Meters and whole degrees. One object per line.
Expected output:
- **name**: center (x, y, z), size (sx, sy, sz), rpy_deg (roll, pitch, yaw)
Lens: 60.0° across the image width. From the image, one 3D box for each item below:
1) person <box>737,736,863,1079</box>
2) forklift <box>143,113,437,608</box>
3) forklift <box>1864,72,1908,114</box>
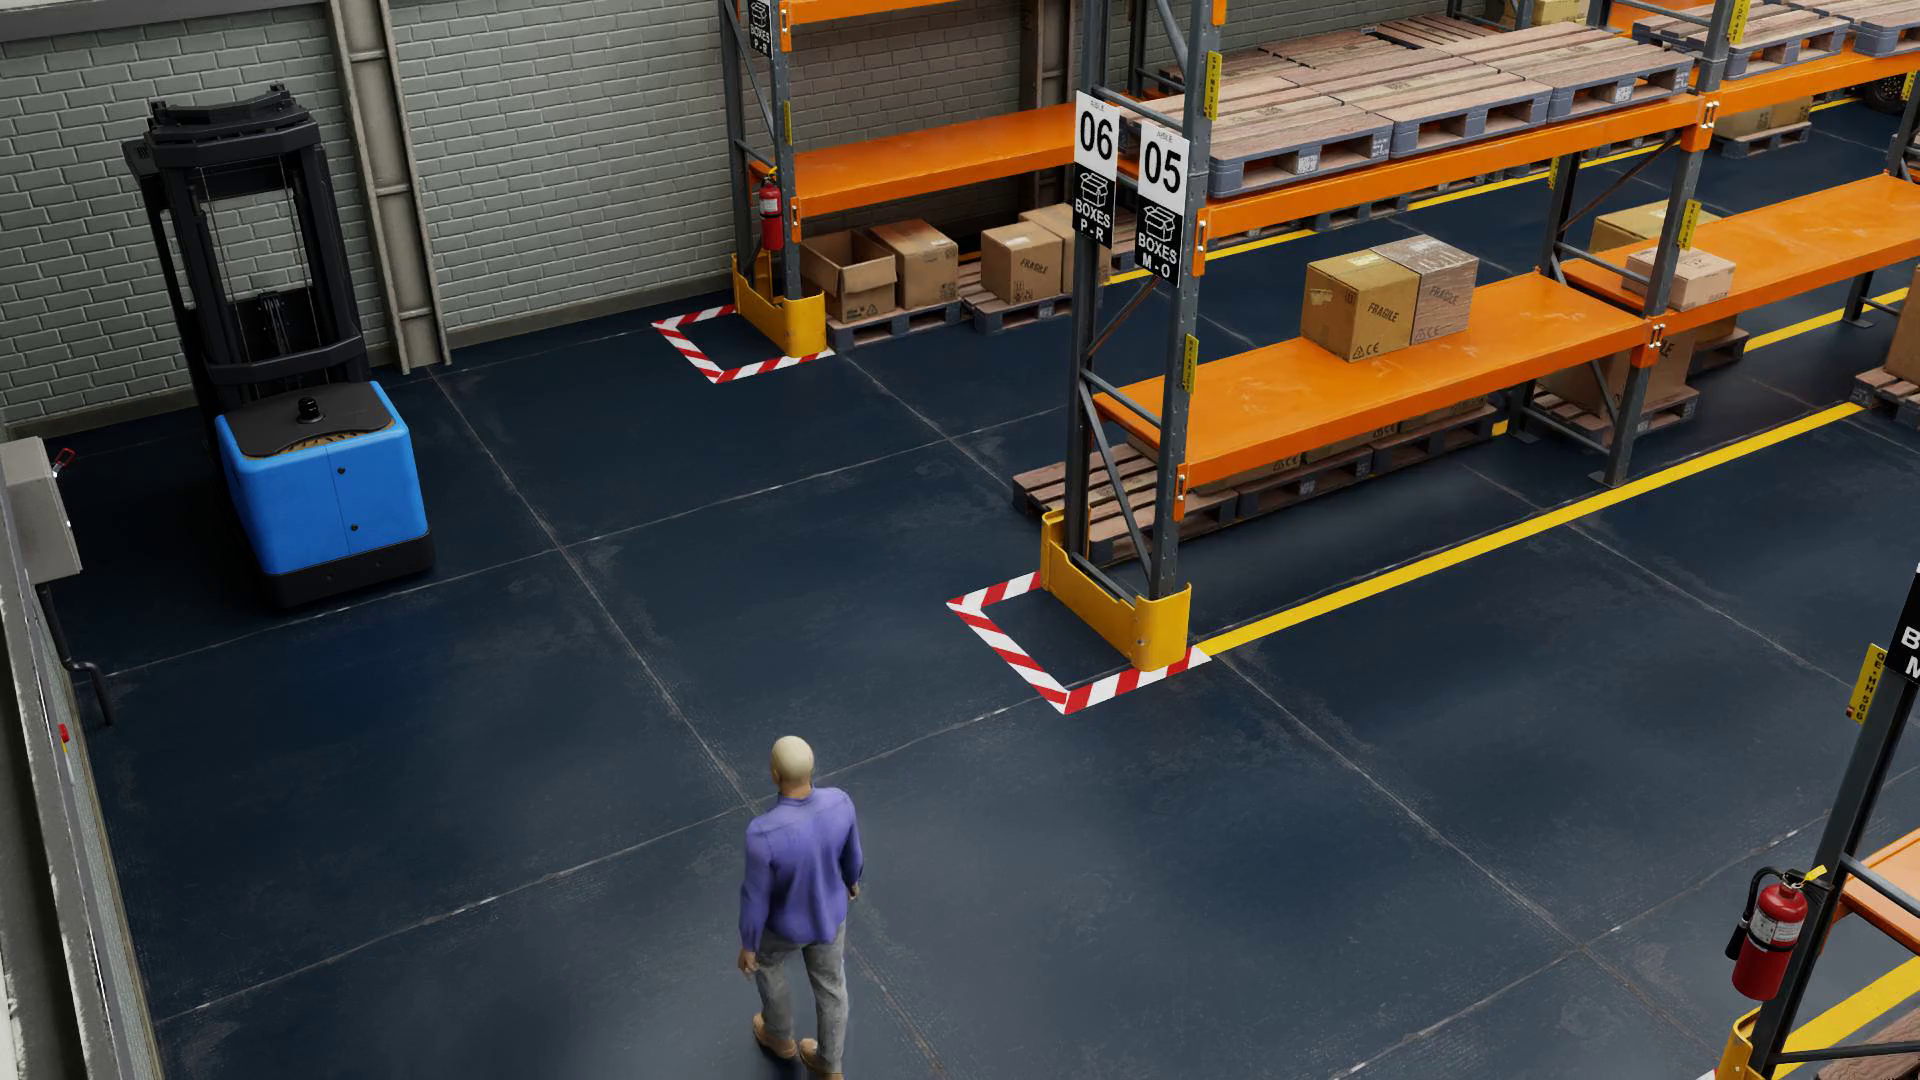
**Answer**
- **person**: center (-0.709, 1.534, 7.023), size (0.646, 1.776, 0.670), rpy_deg (-20, 37, -28)
- **forklift**: center (-4.289, -1.259, 10.509), size (1.129, 2.768, 1.873), rpy_deg (-17, 36, -26)
- **forklift**: center (11.468, -5.645, 18.244), size (1.214, 2.155, 2.313), rpy_deg (-17, 36, -26)
